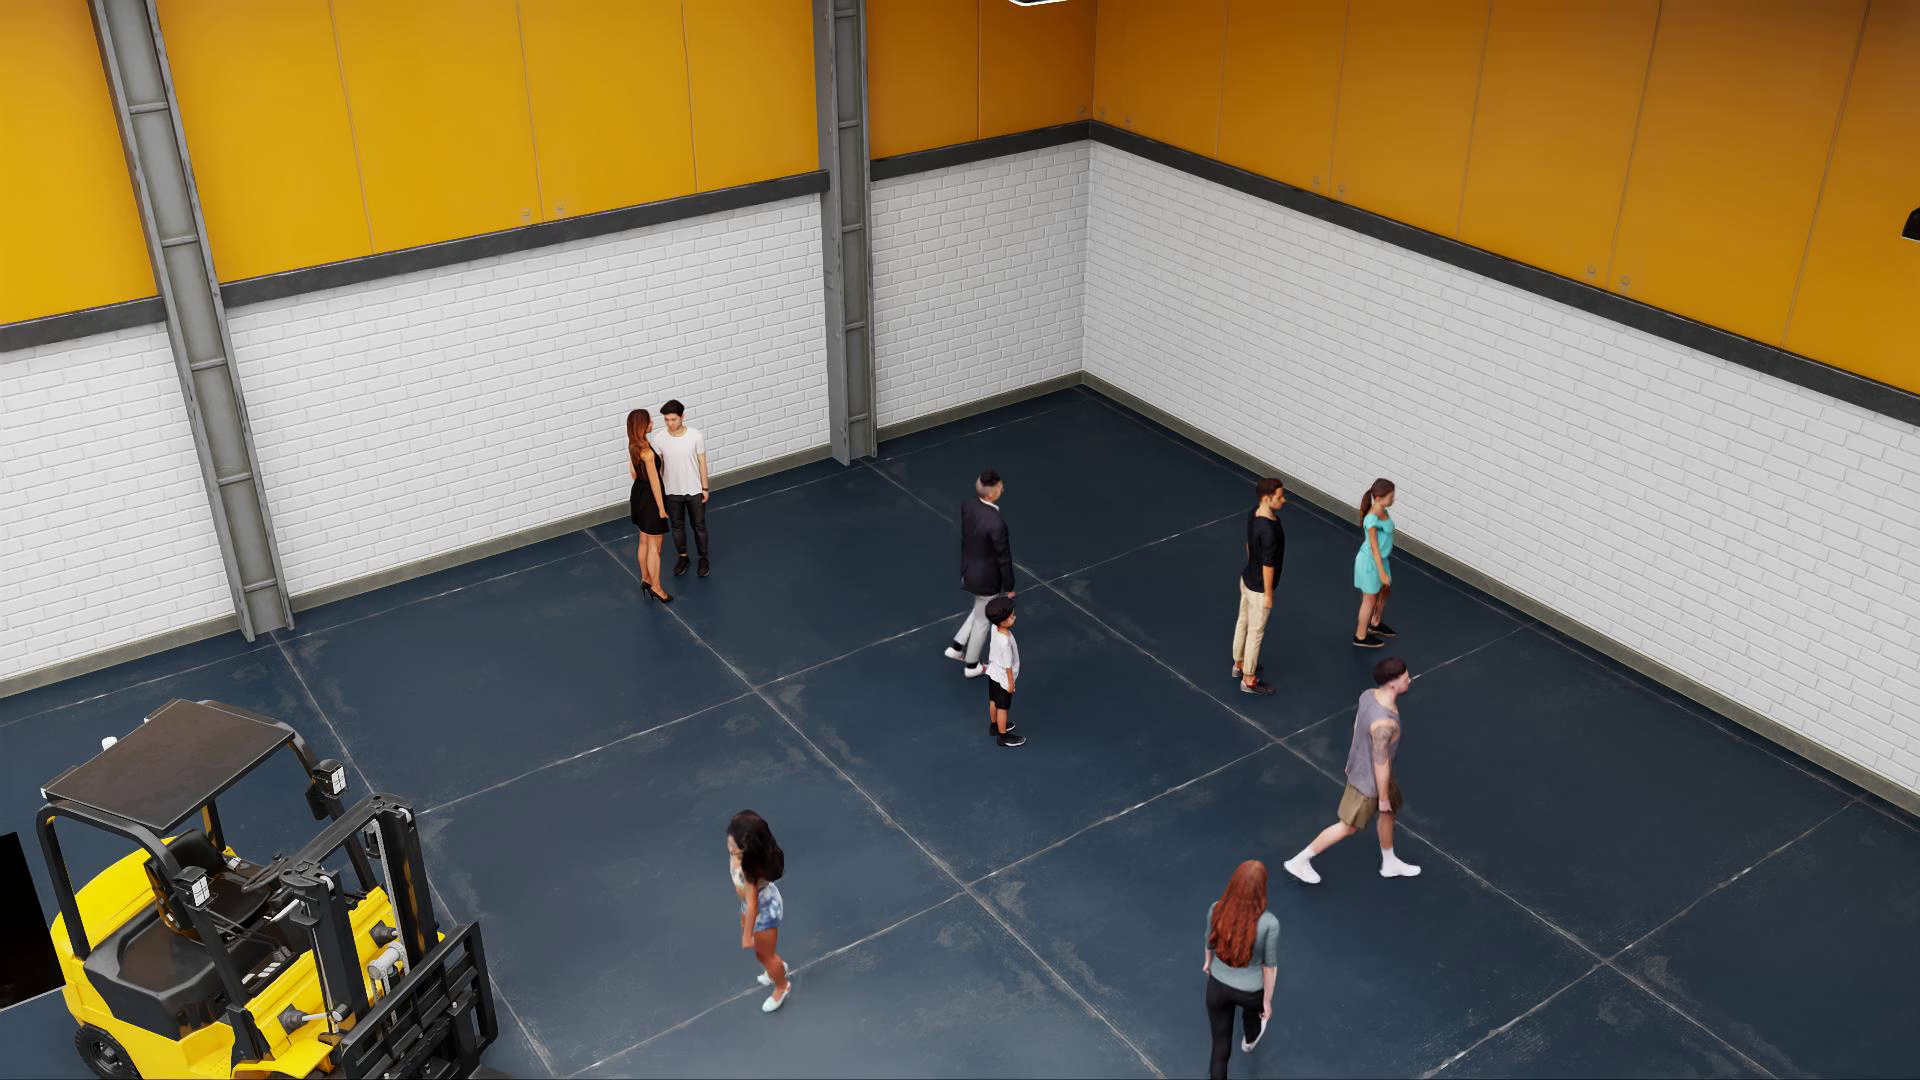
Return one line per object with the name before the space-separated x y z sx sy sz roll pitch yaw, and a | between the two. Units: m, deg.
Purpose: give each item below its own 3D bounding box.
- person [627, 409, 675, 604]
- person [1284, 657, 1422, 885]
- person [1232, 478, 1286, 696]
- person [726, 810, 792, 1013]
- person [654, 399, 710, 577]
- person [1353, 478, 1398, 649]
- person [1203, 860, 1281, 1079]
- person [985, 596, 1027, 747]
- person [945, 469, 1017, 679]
person | -2.712 -0.296 14.491 0.511 1.835 0.569 -19 34 -31
person | 2.644 1.584 11.094 1.274 1.810 1.108 1 29 2
person | 2.380 0.346 13.293 0.699 1.856 0.707 -3 29 -5
person | -1.184 2.244 10.100 0.672 1.579 0.678 -3 29 -6
person | -2.479 -0.492 14.975 0.690 1.715 0.778 1 29 3
person | 3.407 0.190 13.895 0.745 1.553 0.685 13 31 22
person | 1.526 2.594 9.336 0.988 1.698 1.194 12 31 21
person | 0.320 0.994 12.725 0.572 1.262 0.544 -9 30 -16
person | 0.109 0.305 13.294 0.738 1.926 0.721 -19 34 -30
